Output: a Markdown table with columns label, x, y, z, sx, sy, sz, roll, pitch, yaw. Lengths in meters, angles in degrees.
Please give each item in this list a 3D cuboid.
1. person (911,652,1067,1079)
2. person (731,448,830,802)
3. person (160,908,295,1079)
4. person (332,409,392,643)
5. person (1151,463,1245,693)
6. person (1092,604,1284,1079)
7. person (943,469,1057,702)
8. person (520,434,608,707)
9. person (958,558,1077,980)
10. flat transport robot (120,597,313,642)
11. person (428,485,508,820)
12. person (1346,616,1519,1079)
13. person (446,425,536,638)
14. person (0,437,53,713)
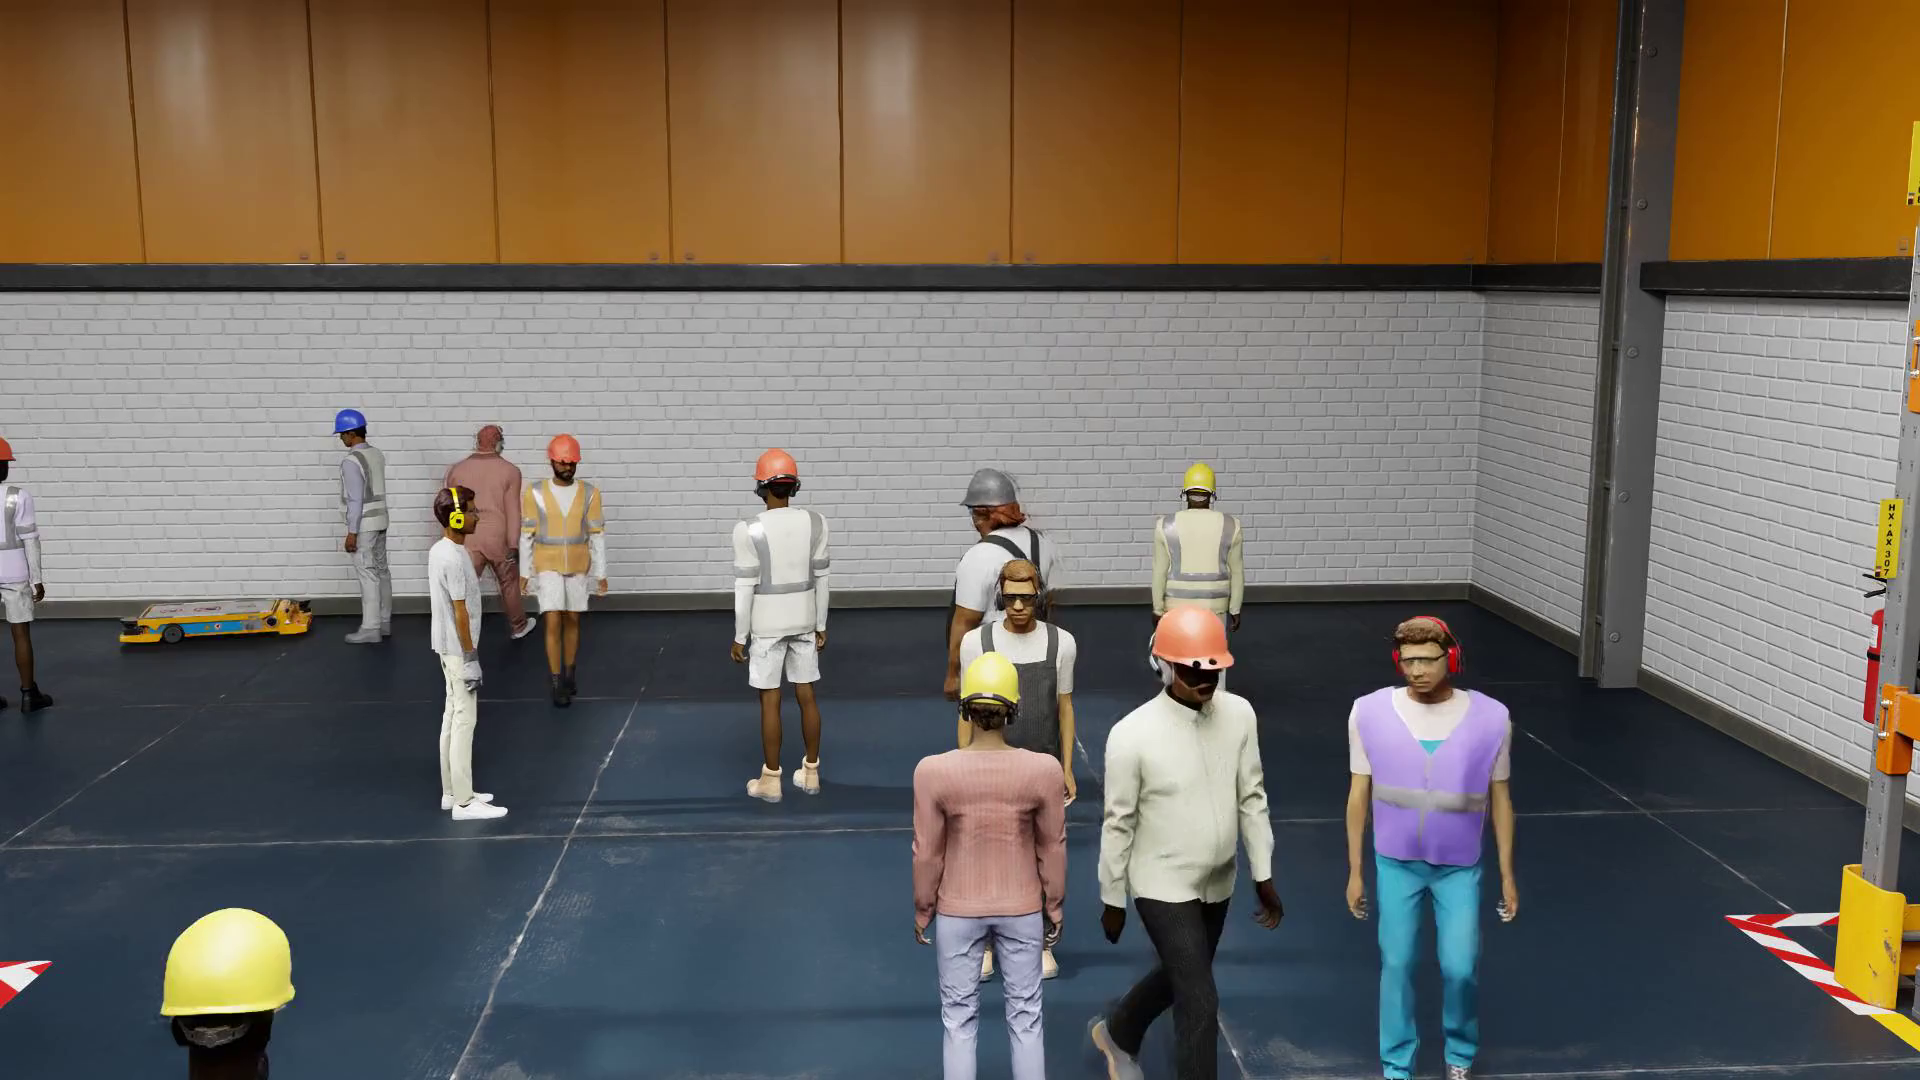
| label | x | y | z | sx | sy | sz | roll | pitch | yaw |
| --- | --- | --- | --- | --- | --- | --- | --- | --- | --- |
| person | 0.098 | 1.255 | 5.695 | 0.533 | 1.767 | 0.325 | -1 | 9 | -4 |
| person | -1.045 | 0.491 | 9.623 | 0.605 | 2.045 | 0.378 | -6 | 11 | -32 |
| person | -1.330 | 1.630 | 2.961 | 0.601 | 1.897 | 0.648 | 0 | 9 | 2 |
| person | -4.945 | -0.118 | 13.773 | 0.412 | 1.940 | 0.605 | 0 | 9 | 3 |
| person | 1.533 | 0.414 | 10.766 | 0.600 | 1.832 | 0.404 | 0 | 9 | 2 |
| person | 0.735 | 1.153 | 5.766 | 0.607 | 1.955 | 0.967 | -7 | 11 | -36 |
| person | 0.093 | 0.601 | 8.944 | 0.794 | 2.000 | 0.708 | 6 | 11 | 34 |
| person | -2.791 | 0.213 | 11.759 | 0.591 | 1.912 | 0.826 | -4 | 10 | -22 |
| person | 0.248 | 0.982 | 7.161 | 0.517 | 1.843 | 0.325 | -1 | 9 | -5 |
| flat transport robot | -6.265 | 0.668 | 14.060 | 1.431 | 0.197 | 0.652 | -3 | 9 | -17 |
| person | -2.779 | 0.627 | 9.310 | 0.328 | 1.874 | 0.512 | -5 | 10 | -29 |
| person | 1.710 | 1.176 | 6.044 | 0.640 | 1.834 | 0.421 | 3 | 9 | 15 |
| person | -3.835 | -0.011 | 13.475 | 0.658 | 1.830 | 1.124 | 1 | 9 | 5 |
| person | -6.638 | 0.243 | 11.520 | 0.553 | 1.934 | 0.364 | -1 | 9 | -9 |
